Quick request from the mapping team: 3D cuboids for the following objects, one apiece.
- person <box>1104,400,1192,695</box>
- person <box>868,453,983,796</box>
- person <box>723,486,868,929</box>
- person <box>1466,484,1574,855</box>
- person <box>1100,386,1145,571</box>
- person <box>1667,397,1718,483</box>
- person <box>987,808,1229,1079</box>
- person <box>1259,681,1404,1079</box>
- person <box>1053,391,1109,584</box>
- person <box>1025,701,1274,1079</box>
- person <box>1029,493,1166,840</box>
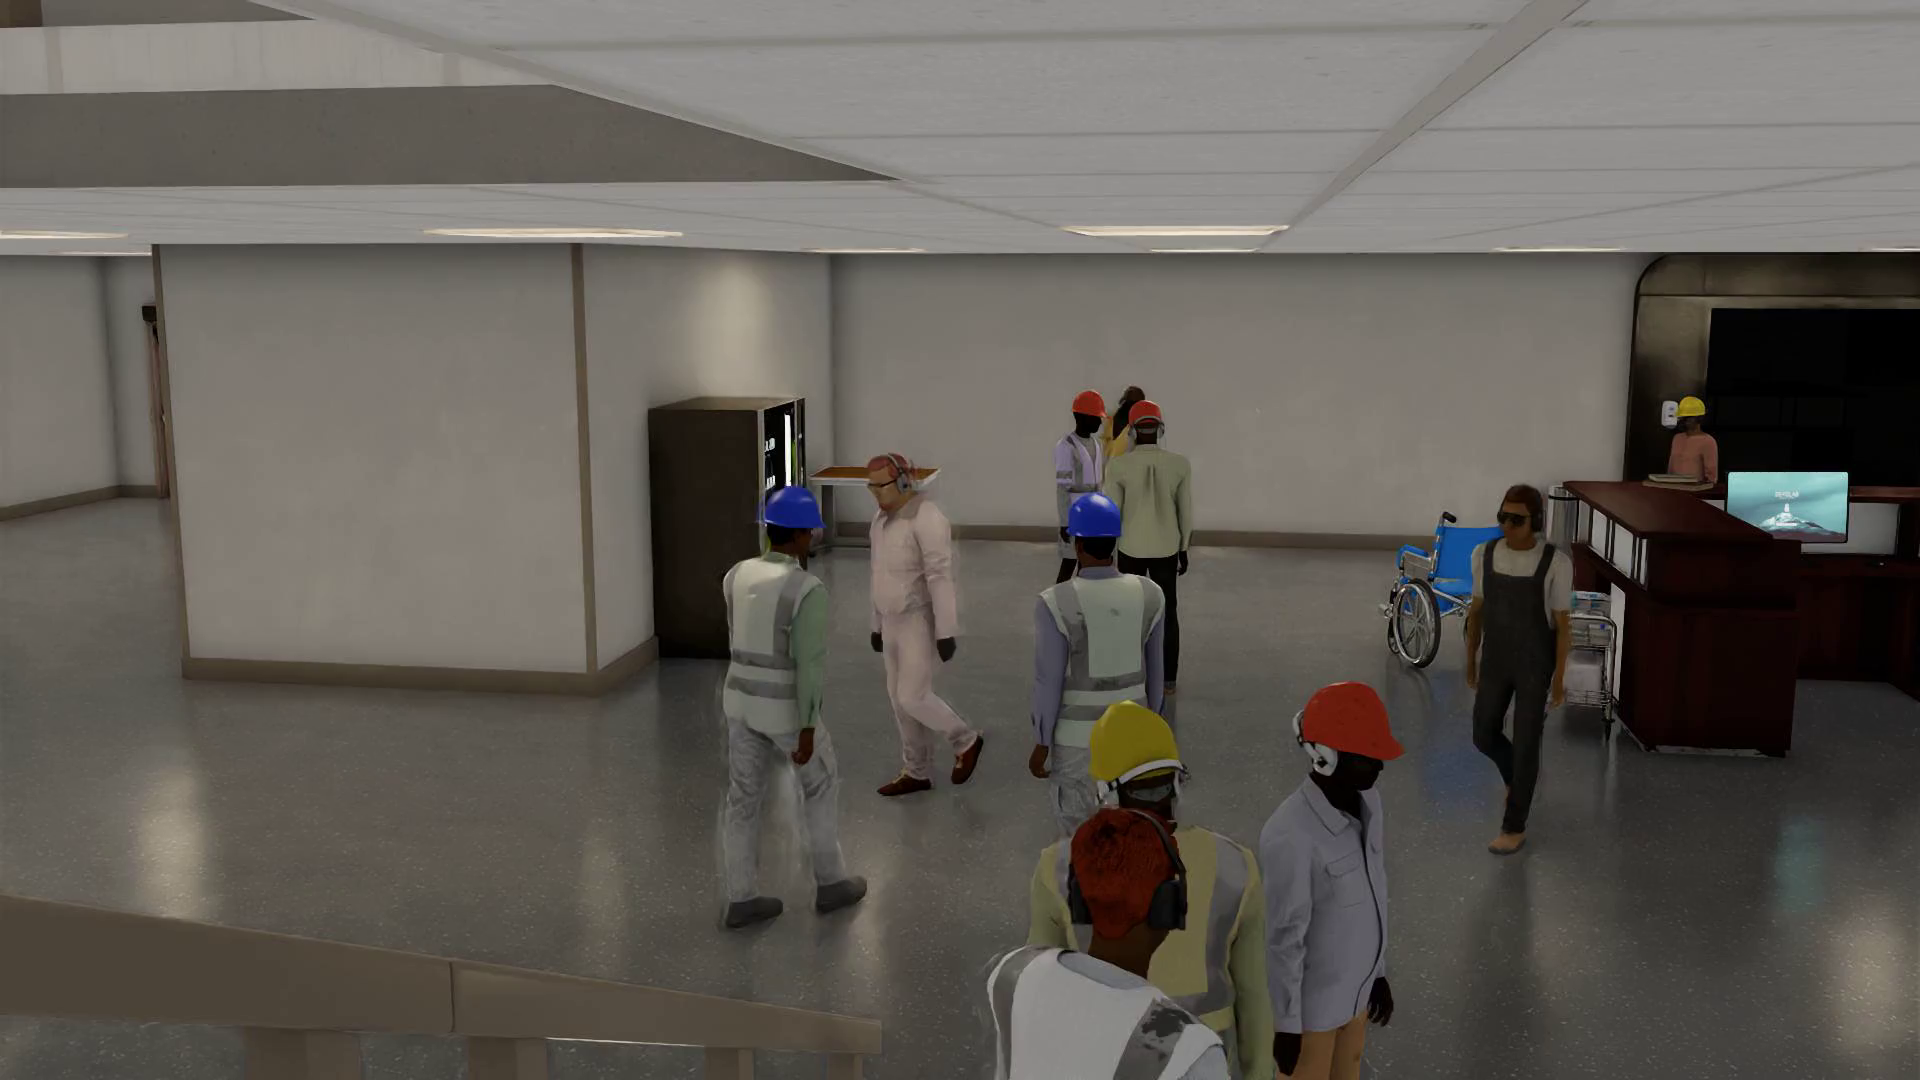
[{"bbox_3d":[1.246,0.061,11.136,0.610,1.986,0.393,-1,9,-7],"label":"person"},{"bbox_3d":[-0.236,0.458,9.021,0.534,1.875,0.690,-6,11,-31],"label":"person"},{"bbox_3d":[-0.739,0.715,7.307,0.623,1.911,0.805,7,11,36],"label":"person"},{"bbox_3d":[2.784,0.608,8.249,0.512,1.830,0.604,7,11,36],"label":"person"},{"bbox_3d":[1.496,-0.532,15.405,0.708,1.792,0.431,8,12,42],"label":"person"},{"bbox_3d":[6.312,-0.361,14.428,0.327,1.765,0.531,-3,10,-17],"label":"person"},{"bbox_3d":[0.193,1.433,3.069,0.685,1.859,0.619,-8,12,-42],"label":"person"},{"bbox_3d":[1.031,1.239,4.607,0.346,1.747,0.566,7,12,37],"label":"person"},{"bbox_3d":[0.955,-0.190,12.868,0.390,1.929,0.545,8,12,39],"label":"person"},{"bbox_3d":[0.469,1.310,4.081,0.632,1.788,0.881,-1,9,-6],"label":"person"},{"bbox_3d":[0.557,0.776,6.841,0.612,1.946,0.405,-4,10,-25],"label":"person"}]
